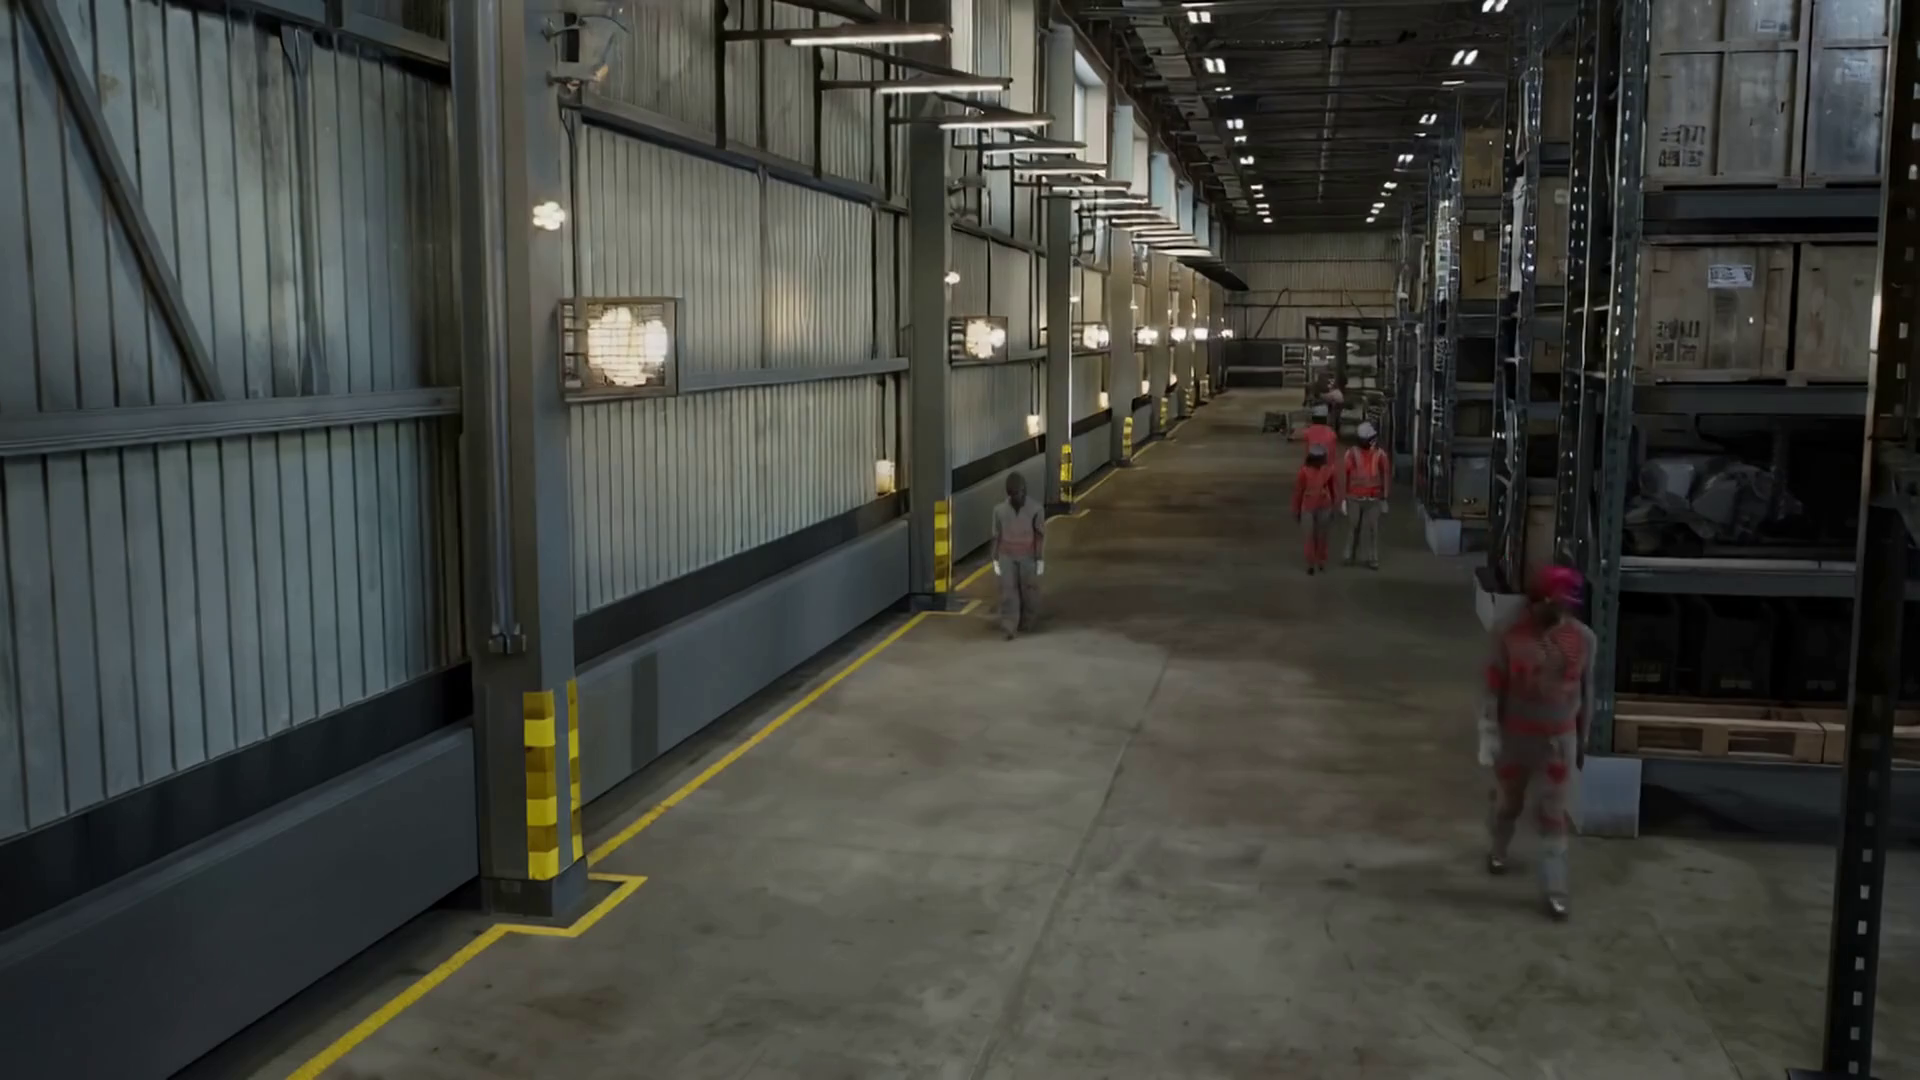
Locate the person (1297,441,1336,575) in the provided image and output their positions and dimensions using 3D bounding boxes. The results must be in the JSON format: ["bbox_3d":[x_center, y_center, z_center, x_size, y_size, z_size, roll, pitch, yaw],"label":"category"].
[{"bbox_3d":[4.584,-0.433,21.467,0.490,1.725,0.598,1,7,6],"label":"person"}]

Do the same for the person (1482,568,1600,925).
[{"bbox_3d":[3.151,1.054,9.099,0.638,1.844,1.017,1,7,6],"label":"person"}]

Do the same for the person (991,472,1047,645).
[{"bbox_3d":[0.602,0.150,16.840,0.563,1.716,0.897,0,7,3],"label":"person"}]

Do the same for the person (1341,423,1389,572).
[{"bbox_3d":[5.230,-0.548,21.497,0.605,1.943,0.402,1,7,5],"label":"person"}]

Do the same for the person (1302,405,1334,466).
[{"bbox_3d":[5.841,-1.250,27.280,0.542,1.916,0.746,4,8,30],"label":"person"}]
